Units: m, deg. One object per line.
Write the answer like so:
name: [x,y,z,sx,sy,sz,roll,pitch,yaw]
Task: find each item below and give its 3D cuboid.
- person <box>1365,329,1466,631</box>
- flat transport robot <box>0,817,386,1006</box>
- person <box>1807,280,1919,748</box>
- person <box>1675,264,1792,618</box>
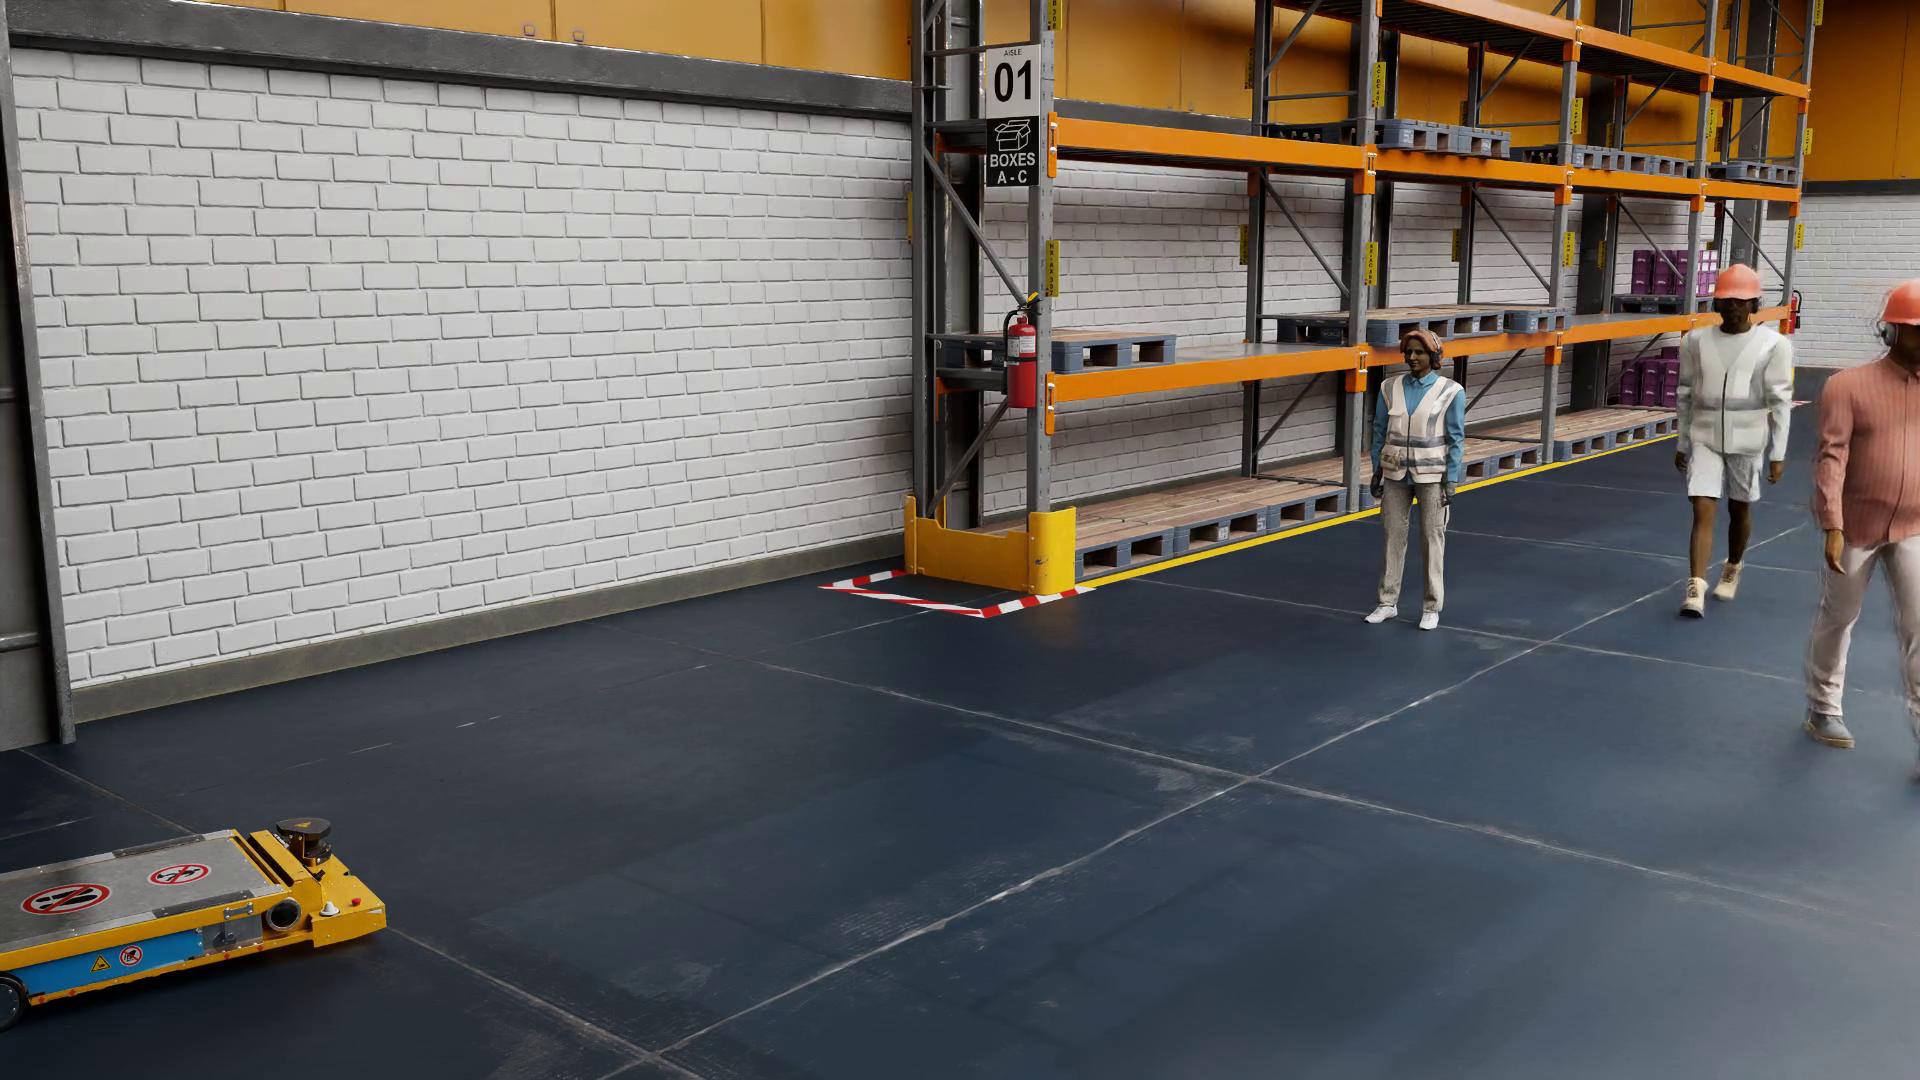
person: [2.491,-0.331,9.105,0.512,1.641,0.307,7,12,36]
flat transport robot: [-2.488,1.106,4.817,1.431,0.197,0.652,-7,12,-36]
person: [3.703,-0.043,6.593,0.618,1.939,1.021,1,10,7]
person: [4.377,-0.564,9.469,0.624,1.983,1.072,7,12,34]
